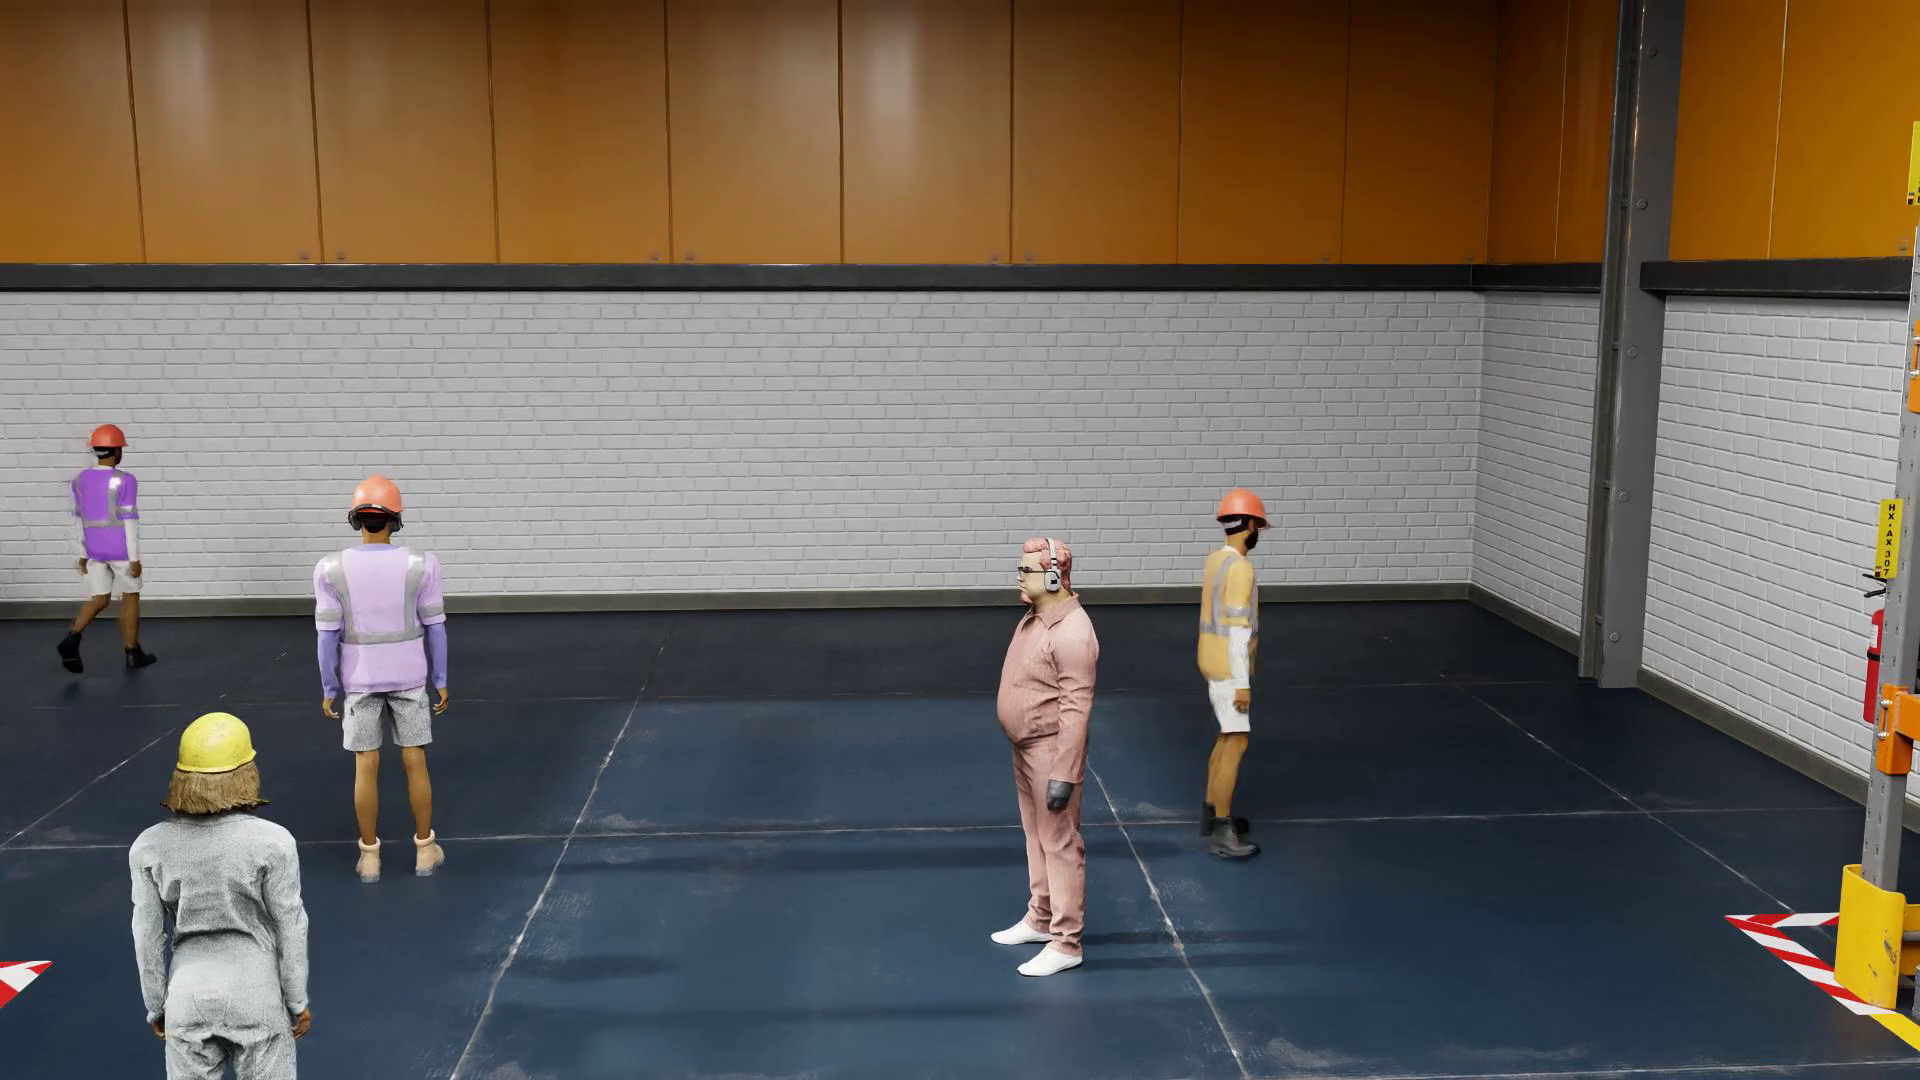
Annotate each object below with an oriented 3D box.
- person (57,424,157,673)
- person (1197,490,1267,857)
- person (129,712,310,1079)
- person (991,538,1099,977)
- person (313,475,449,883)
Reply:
[{"bbox_3d":[-6.506,0.086,12.603,0.552,1.917,0.749,2,9,14],"label":"person"},{"bbox_3d":[1.469,0.698,8.838,0.381,1.889,0.761,0,9,0],"label":"person"},{"bbox_3d":[-2.201,1.375,5.011,0.489,1.743,0.322,-1,9,-4],"label":"person"},{"bbox_3d":[0.363,0.933,7.276,0.410,1.909,0.643,-2,9,-15],"label":"person"},{"bbox_3d":[-2.893,0.692,8.367,0.615,2.040,0.391,-3,9,-16],"label":"person"}]
